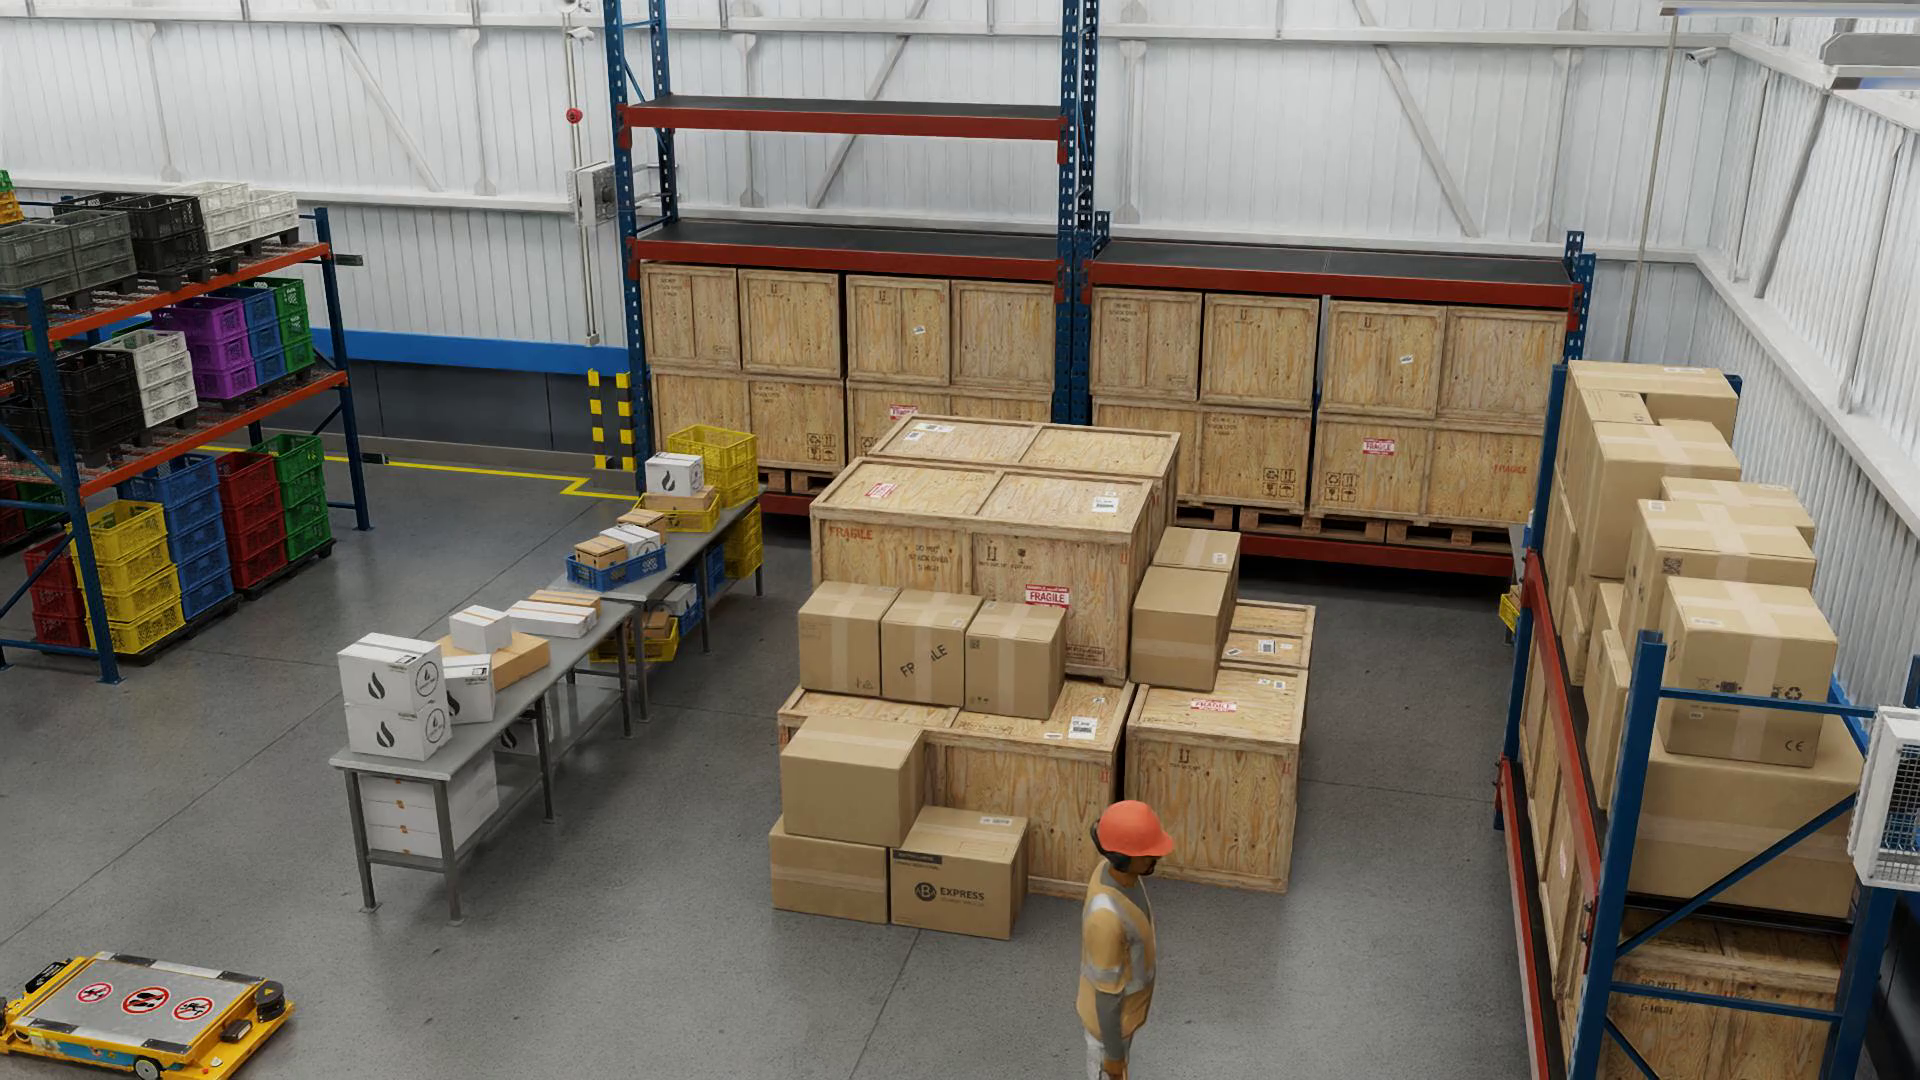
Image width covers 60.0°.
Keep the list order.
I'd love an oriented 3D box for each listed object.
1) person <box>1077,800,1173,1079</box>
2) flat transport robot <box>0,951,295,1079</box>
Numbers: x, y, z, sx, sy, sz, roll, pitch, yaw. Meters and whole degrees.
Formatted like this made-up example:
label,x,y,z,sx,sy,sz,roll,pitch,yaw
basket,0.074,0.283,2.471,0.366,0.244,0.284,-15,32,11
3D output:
label,x,y,z,sx,sy,sz,roll,pitch,yaw
person,0.701,2.038,7.231,0.376,2.045,0.605,4,21,10
flat transport robot,-4.270,2.464,8.601,1.431,0.231,0.659,5,22,13
